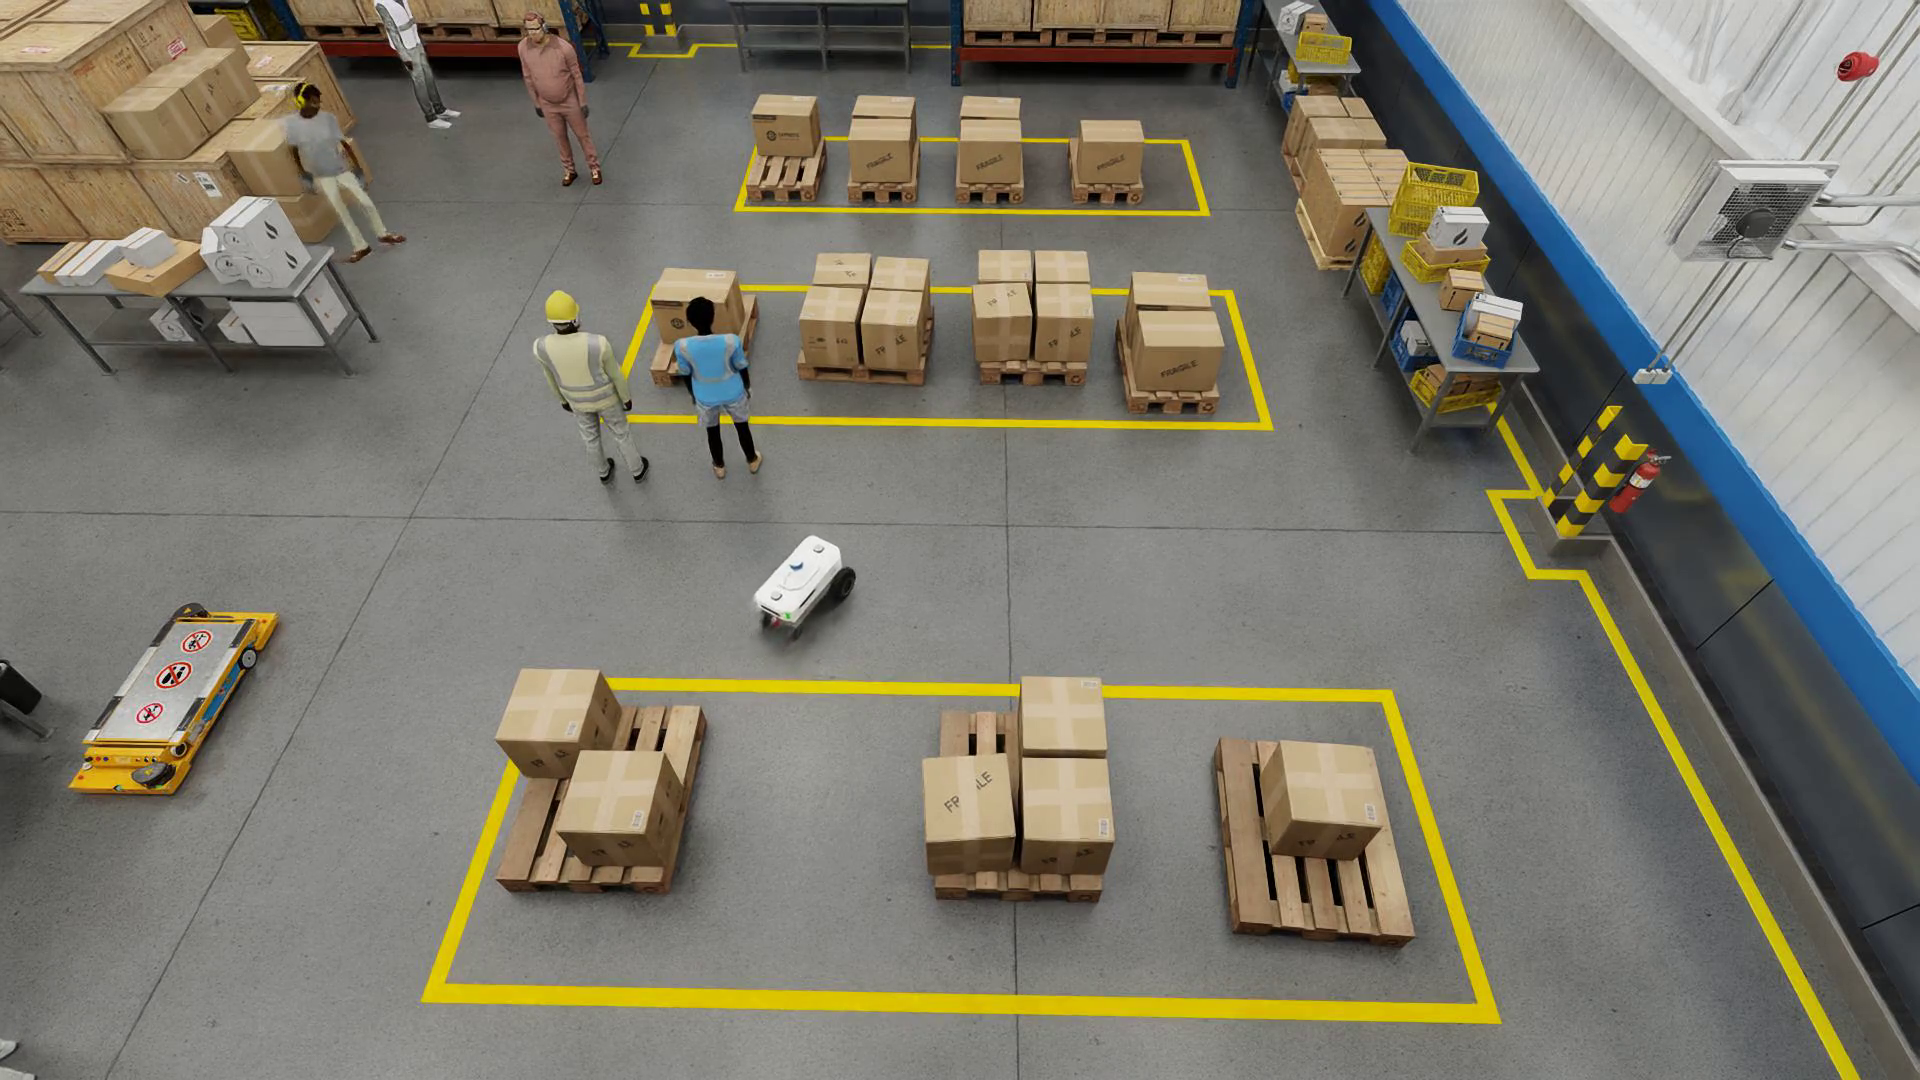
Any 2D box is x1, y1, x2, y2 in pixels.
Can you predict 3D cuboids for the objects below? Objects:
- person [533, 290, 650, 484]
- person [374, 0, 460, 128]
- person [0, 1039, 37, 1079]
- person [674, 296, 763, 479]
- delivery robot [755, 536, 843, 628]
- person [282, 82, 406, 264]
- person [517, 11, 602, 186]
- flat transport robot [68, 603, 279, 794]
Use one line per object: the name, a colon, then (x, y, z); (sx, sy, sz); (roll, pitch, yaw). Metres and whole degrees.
person: (-2.934, -1.169, 7.330); (0.597, 1.824, 0.403); (-2, 50, -2)
person: (-6.927, -6.202, 11.533); (0.382, 1.912, 0.593); (0, 50, 0)
person: (-5.263, 2.460, 4.387); (0.529, 1.626, 0.322); (30, 56, 23)
person: (-1.953, -1.205, 7.450); (0.547, 1.685, 0.325); (-9, 50, -8)
delivery robot: (-1.197, 0.304, 6.848); (0.477, 0.478, 0.707); (24, 54, 19)
person: (-6.525, -3.795, 9.557); (0.655, 1.823, 0.331); (-26, 54, -20)
person: (-4.610, -5.043, 10.553); (0.642, 1.909, 0.408); (-3, 50, -3)
flat transport robot: (-5.504, 1.072, 6.442); (0.652, 0.197, 1.431); (1, 50, 1)
